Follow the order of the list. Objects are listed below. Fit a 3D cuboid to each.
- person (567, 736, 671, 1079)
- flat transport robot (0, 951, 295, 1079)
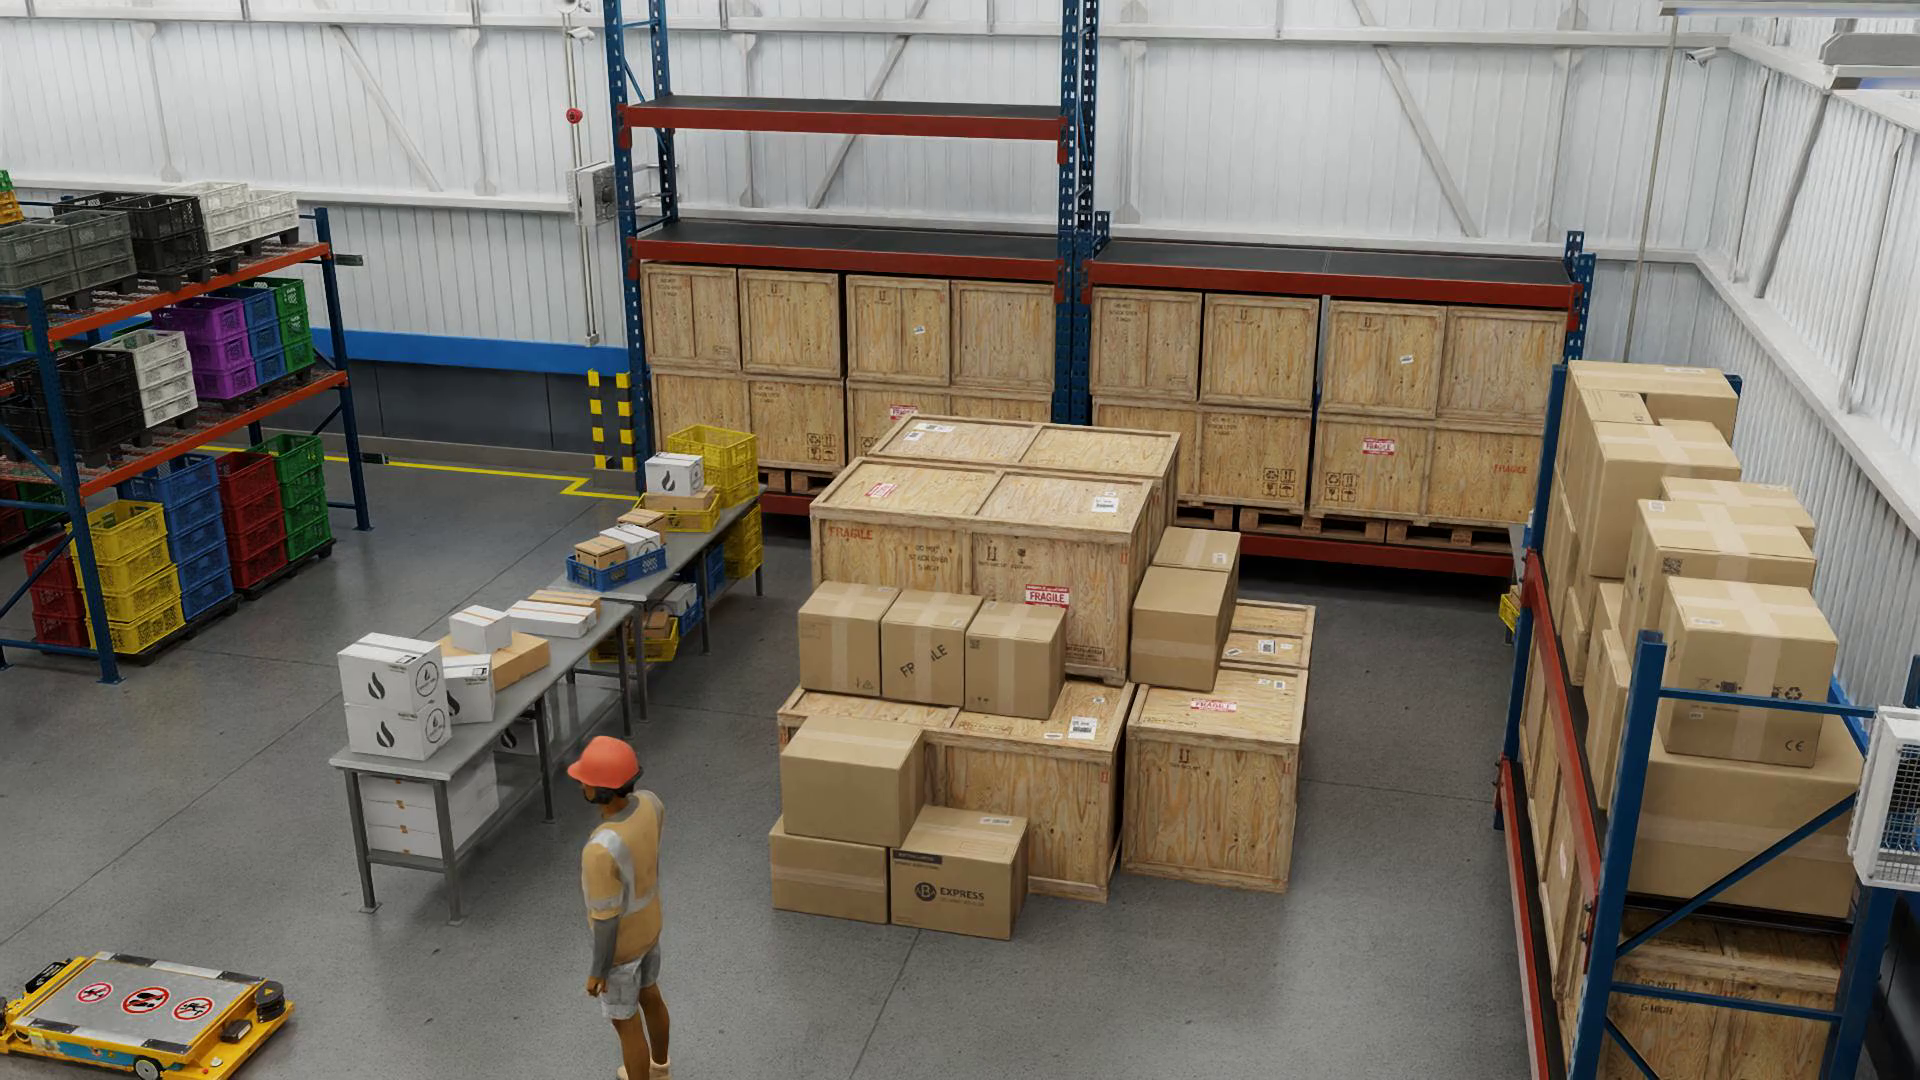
[{"bbox_3d":[-1.581,1.833,7.764,0.366,2.048,0.606,5,21,13],"label":"person"},{"bbox_3d":[-4.270,2.464,8.601,1.431,0.231,0.659,5,22,13],"label":"flat transport robot"}]
